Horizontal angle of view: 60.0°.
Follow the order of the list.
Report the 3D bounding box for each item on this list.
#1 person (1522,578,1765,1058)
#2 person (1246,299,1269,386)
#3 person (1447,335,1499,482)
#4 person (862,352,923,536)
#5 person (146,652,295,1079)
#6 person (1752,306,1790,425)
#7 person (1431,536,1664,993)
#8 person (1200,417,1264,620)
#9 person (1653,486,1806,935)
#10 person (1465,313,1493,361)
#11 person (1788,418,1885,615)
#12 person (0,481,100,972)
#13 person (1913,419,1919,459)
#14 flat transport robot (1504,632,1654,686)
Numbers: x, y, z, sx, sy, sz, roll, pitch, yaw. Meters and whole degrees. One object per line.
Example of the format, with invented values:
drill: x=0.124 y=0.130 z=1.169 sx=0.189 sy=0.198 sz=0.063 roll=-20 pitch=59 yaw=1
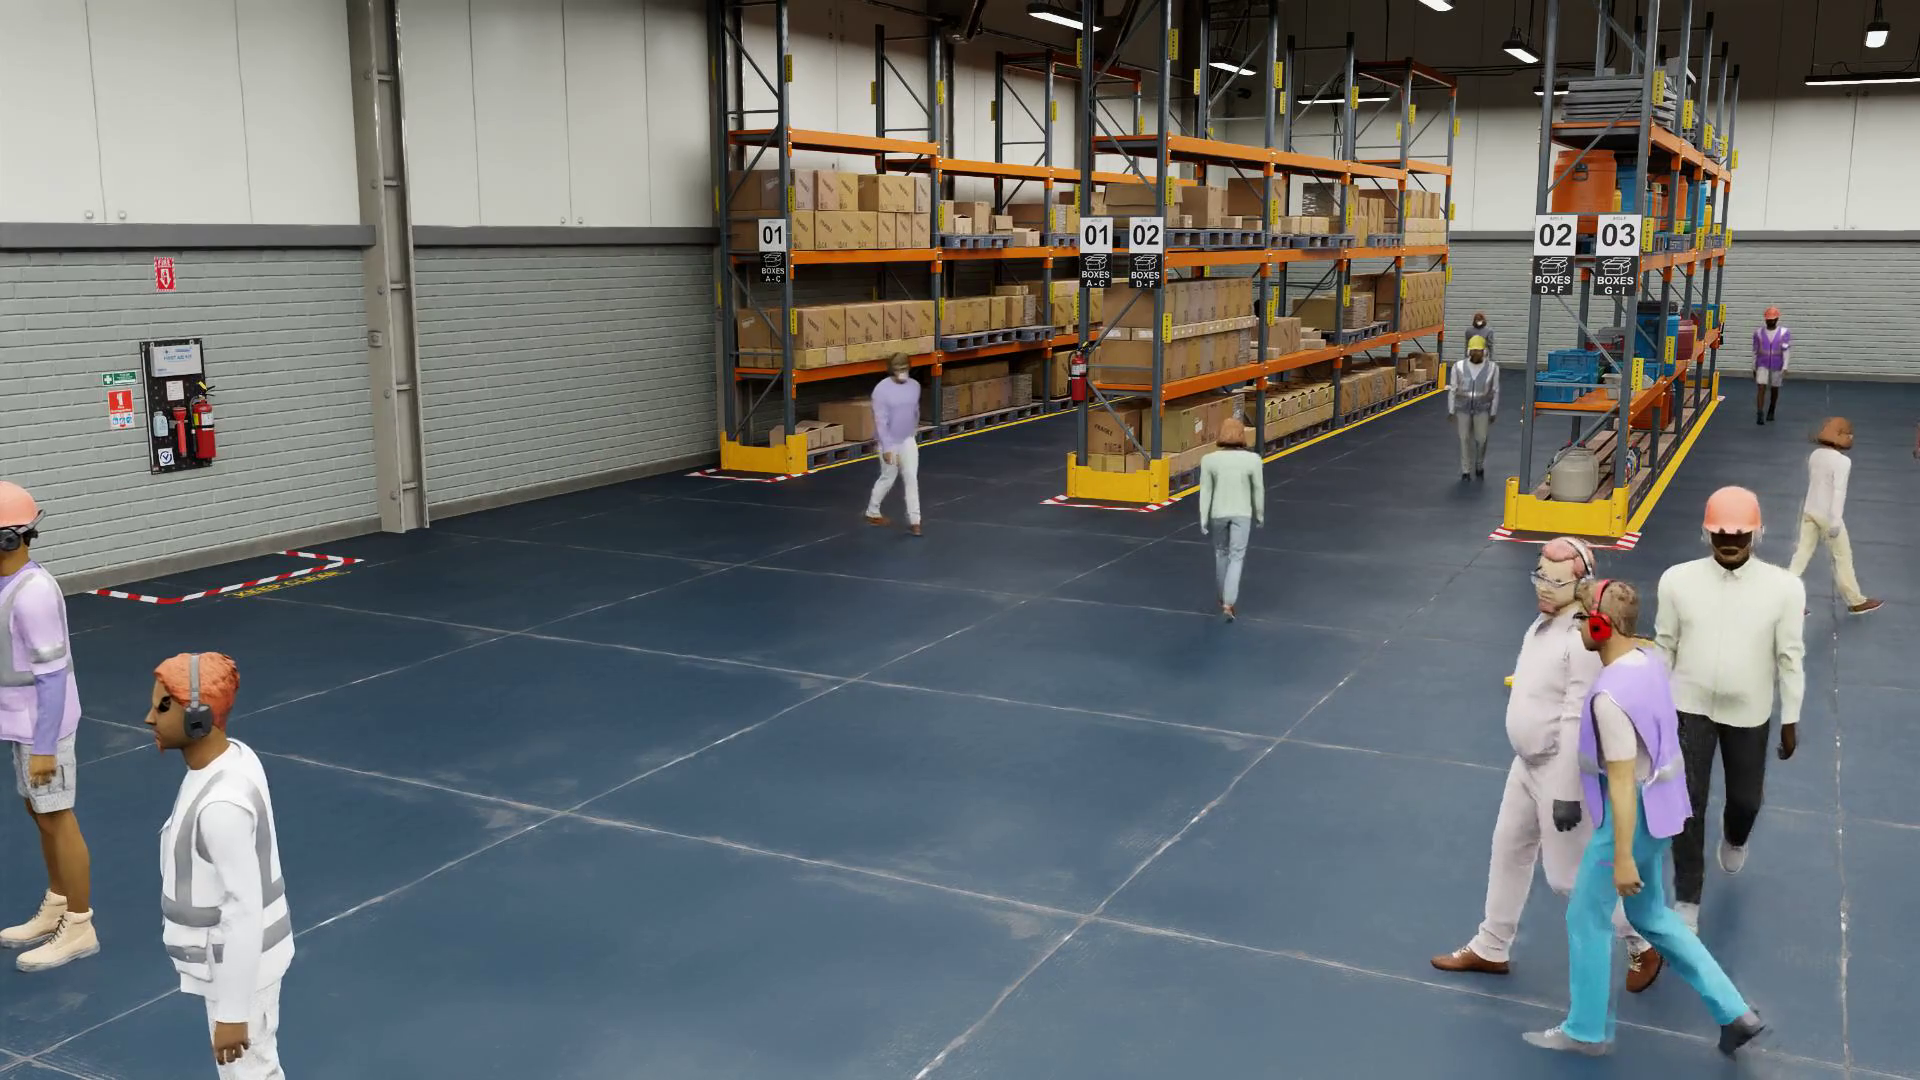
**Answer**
person: x=2.531 y=1.054 z=6.019 sx=0.769 sy=1.809 sz=0.609 roll=6 pitch=12 yaw=32
person: x=5.052 y=-3.100 z=28.213 sx=0.603 sy=1.959 sz=0.375 roll=9 pitch=14 yaw=40
person: x=6.301 y=-1.606 z=20.467 sx=0.598 sy=1.816 sz=0.482 roll=4 pitch=11 yaw=20
person: x=-0.683 y=-0.997 z=16.992 sx=0.641 sy=1.888 sz=0.851 roll=-7 pitch=13 yaw=-35
person: x=-2.105 y=1.236 z=4.781 sx=0.361 sy=1.883 sz=0.574 roll=-5 pitch=11 yaw=-25
person: x=13.124 y=-2.838 z=26.957 sx=0.548 sy=1.906 sz=0.860 roll=5 pitch=11 yaw=25
person: x=2.409 y=0.904 z=6.601 sx=0.819 sy=1.876 sz=0.657 roll=0 pitch=10 yaw=0
person: x=2.157 y=-0.187 z=13.307 sx=0.499 sy=1.596 sz=0.814 roll=4 pitch=11 yaw=20
person: x=3.396 y=0.713 z=7.399 sx=0.621 sy=1.966 sz=0.806 roll=5 pitch=12 yaw=27
person: x=9.686 y=-3.448 z=31.077 sx=0.507 sy=1.602 sz=0.769 roll=2 pitch=11 yaw=13
person: x=6.982 y=-0.178 z=13.245 sx=0.818 sy=1.589 sz=0.526 roll=-1 pitch=10 yaw=-6
person: x=-3.870 y=0.766 z=6.901 sx=0.393 sy=2.044 sz=0.609 roll=-8 pitch=13 yaw=-37
person: x=10.110 y=-0.942 z=17.036 sx=0.525 sy=1.740 sz=0.724 roll=2 pitch=11 yaw=12
flat transport robot: x=4.405 y=0.859 z=11.229 sx=1.431 sy=0.197 sz=0.652 roll=-7 pitch=13 yaw=-34
